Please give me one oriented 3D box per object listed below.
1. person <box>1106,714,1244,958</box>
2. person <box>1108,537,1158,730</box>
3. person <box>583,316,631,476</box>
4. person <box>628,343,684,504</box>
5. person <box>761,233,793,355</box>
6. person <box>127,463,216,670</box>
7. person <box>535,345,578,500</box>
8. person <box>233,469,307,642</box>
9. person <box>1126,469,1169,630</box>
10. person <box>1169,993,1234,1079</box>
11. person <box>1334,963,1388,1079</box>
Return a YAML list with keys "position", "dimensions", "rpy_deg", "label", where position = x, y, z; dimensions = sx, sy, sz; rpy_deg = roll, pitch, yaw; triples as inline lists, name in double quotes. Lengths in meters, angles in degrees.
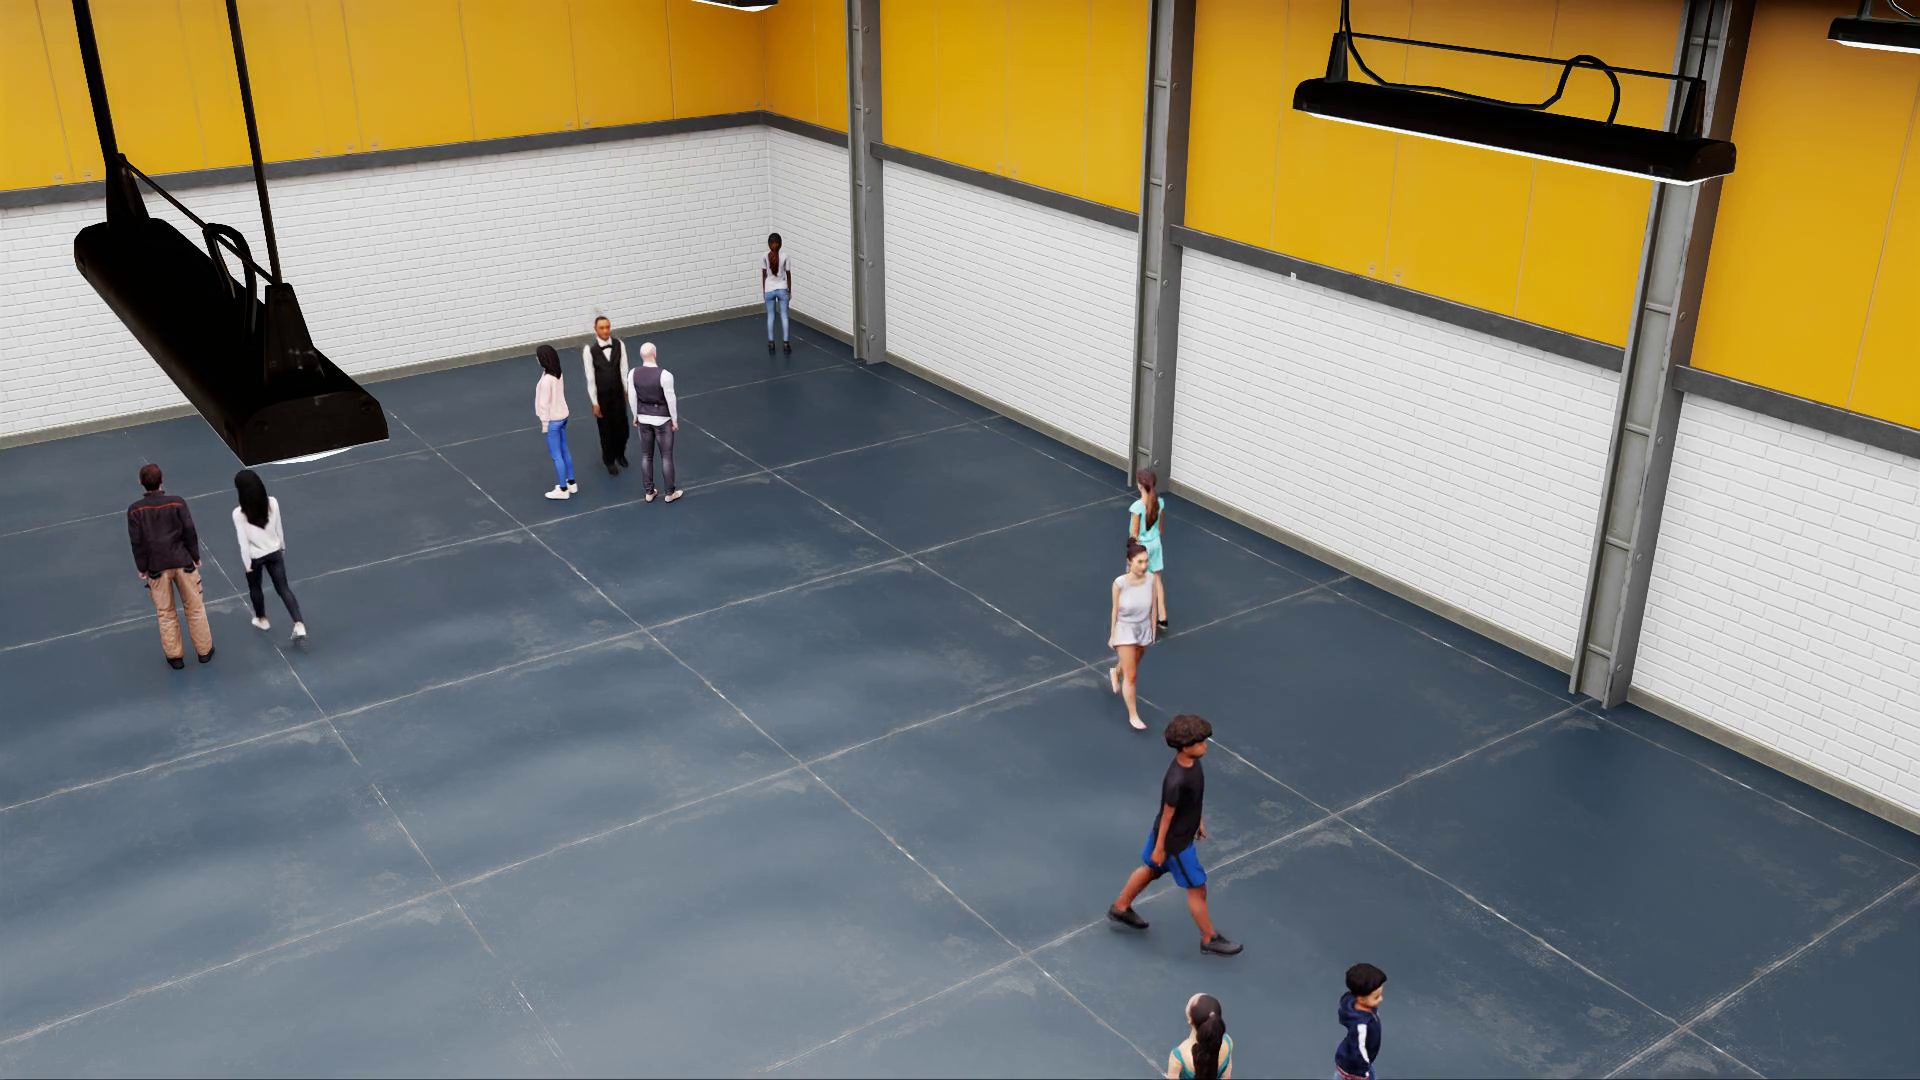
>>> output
- position: [1.343, 1.955, 11.075]
  dimensions: [1.236, 1.748, 1.074]
  rpy_deg: [7, 25, 17]
  label: "person"
- position: [1.425, 0.738, 14.056]
  dimensions: [0.719, 1.590, 1.072]
  rpy_deg: [-10, 25, -21]
  label: "person"
- position: [-4.107, -1.699, 19.240]
  dimensions: [0.733, 1.903, 0.736]
  rpy_deg: [-12, 26, -25]
  label: "person"
- position: [-3.384, -1.302, 18.428]
  dimensions: [0.772, 1.826, 0.835]
  rpy_deg: [4, 24, 10]
  label: "person"
- position: [-2.606, -3.509, 23.609]
  dimensions: [0.652, 1.721, 0.678]
  rpy_deg: [-1, 24, -1]
  label: "person"
- position: [-7.037, 0.228, 14.805]
  dimensions: [0.712, 1.925, 0.625]
  rpy_deg: [-13, 27, -27]
  label: "person"
- position: [-4.512, -1.327, 18.561]
  dimensions: [0.773, 1.766, 0.714]
  rpy_deg: [4, 24, 10]
  label: "person"
- position: [-6.331, 0.178, 15.248]
  dimensions: [1.173, 1.660, 0.778]
  rpy_deg: [21, 31, 39]
  label: "person"
- position: [1.784, 0.112, 15.576]
  dimensions: [0.674, 1.518, 1.108]
  rpy_deg: [-11, 26, -24]
  label: "person"
- position: [1.223, 3.043, 8.667]
  dimensions: [0.581, 1.682, 0.547]
  rpy_deg: [-10, 26, -22]
  label: "person"
- position: [2.213, 2.932, 9.523]
  dimensions: [0.863, 1.200, 0.735]
  rpy_deg: [11, 26, 23]
  label: "person"
